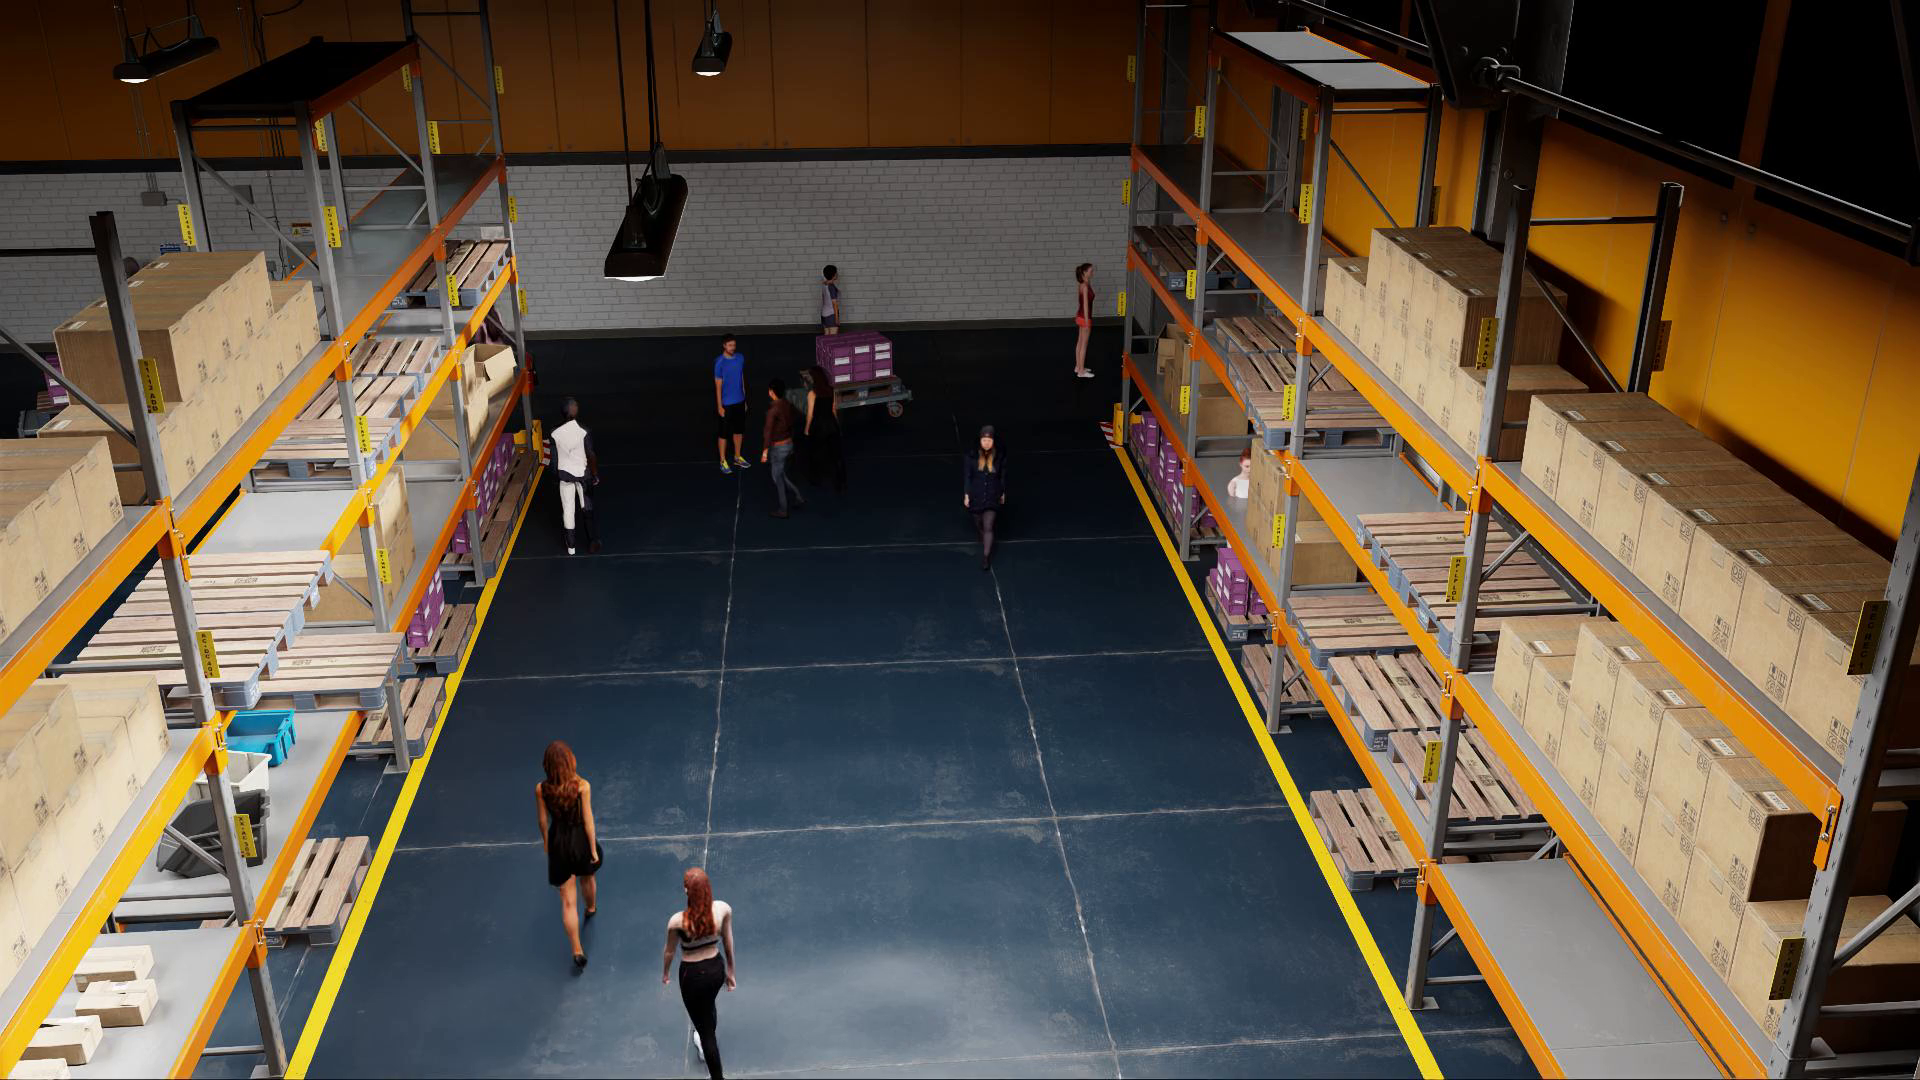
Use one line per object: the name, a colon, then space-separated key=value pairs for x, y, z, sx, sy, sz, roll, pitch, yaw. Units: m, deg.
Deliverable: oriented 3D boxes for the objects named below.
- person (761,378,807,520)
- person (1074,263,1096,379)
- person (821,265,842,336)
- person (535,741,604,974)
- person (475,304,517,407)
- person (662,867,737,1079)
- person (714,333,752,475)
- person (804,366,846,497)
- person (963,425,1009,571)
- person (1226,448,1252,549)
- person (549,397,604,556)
person: x=-2.110 y=-1.093 z=20.306 sx=0.867 sy=1.765 sz=0.775 roll=7 pitch=25 yaw=16
person: x=1.915 y=-3.402 z=25.607 sx=0.618 sy=1.750 sz=0.457 roll=-2 pitch=24 yaw=-4
person: x=-2.038 y=-3.576 z=26.237 sx=0.700 sy=1.565 sz=0.580 roll=-12 pitch=26 yaw=-25
person: x=-2.887 y=2.385 z=12.302 sx=0.581 sy=1.804 sz=0.973 roll=-1 pitch=24 yaw=-3
person: x=-6.619 y=-2.630 z=23.781 sx=0.917 sy=1.799 sz=0.858 roll=18 pitch=29 yaw=35
person: x=-1.667 y=2.991 z=11.030 sx=0.847 sy=1.713 sz=1.047 roll=-14 pitch=27 yaw=-29
person: x=-3.009 y=-1.822 z=21.850 sx=0.702 sy=1.865 sz=0.740 roll=-21 pitch=31 yaw=-39
person: x=-1.693 y=-1.339 z=21.024 sx=0.869 sy=1.642 sz=0.989 roll=-15 pitch=28 yaw=-30
person: x=0.287 y=-0.544 z=19.209 sx=0.792 sy=1.639 sz=1.137 roll=2 pitch=24 yaw=5
person: x=3.073 y=-0.152 z=18.115 sx=0.598 sy=1.796 sz=0.555 roll=-7 pitch=25 yaw=-16
person: x=-4.485 y=-0.751 z=19.358 sx=0.682 sy=1.898 sz=0.569 roll=-1 pitch=24 yaw=-3
